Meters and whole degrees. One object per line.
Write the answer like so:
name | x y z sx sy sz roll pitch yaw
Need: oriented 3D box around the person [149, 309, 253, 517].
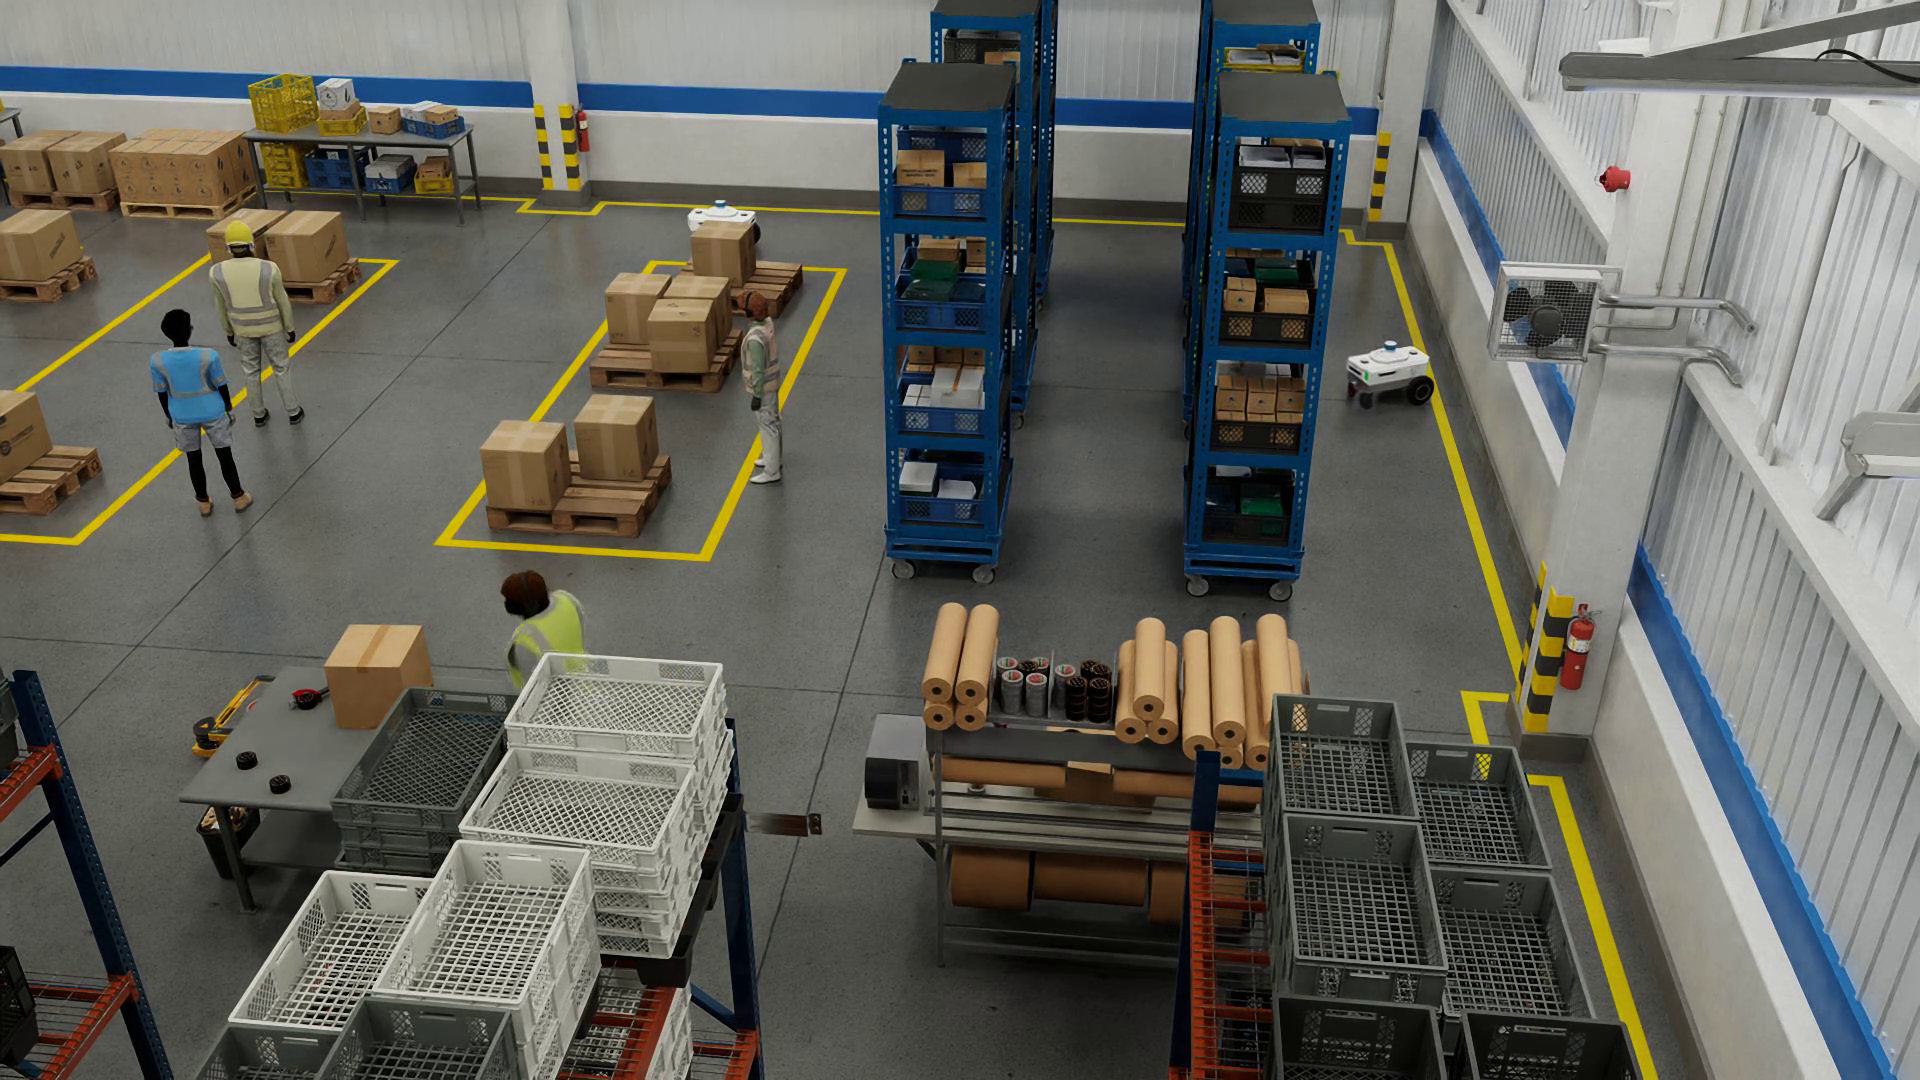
person | -5.911 -0.981 12.919 0.539 1.698 0.318 -6 31 -11

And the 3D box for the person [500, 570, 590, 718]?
person | -2.338 0.929 9.558 0.711 1.802 0.617 16 34 26

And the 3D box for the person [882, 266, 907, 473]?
person | -0.327 -1.376 13.325 0.622 1.984 0.417 -15 33 -24

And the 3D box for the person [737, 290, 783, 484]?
person | -1.597 -1.238 13.424 0.314 1.636 0.515 2 30 4

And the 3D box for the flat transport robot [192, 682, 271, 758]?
flat transport robot | -4.089 1.163 10.648 1.431 0.197 0.652 3 30 6

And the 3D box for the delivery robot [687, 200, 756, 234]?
delivery robot | -2.619 -3.487 18.265 0.707 0.478 0.477 4 31 7

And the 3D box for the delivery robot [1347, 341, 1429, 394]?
delivery robot | 3.835 -1.547 14.933 0.707 0.478 0.477 -12 32 -19

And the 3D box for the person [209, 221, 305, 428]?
person | -6.025 -1.845 14.285 0.596 1.823 0.403 -4 30 -8
